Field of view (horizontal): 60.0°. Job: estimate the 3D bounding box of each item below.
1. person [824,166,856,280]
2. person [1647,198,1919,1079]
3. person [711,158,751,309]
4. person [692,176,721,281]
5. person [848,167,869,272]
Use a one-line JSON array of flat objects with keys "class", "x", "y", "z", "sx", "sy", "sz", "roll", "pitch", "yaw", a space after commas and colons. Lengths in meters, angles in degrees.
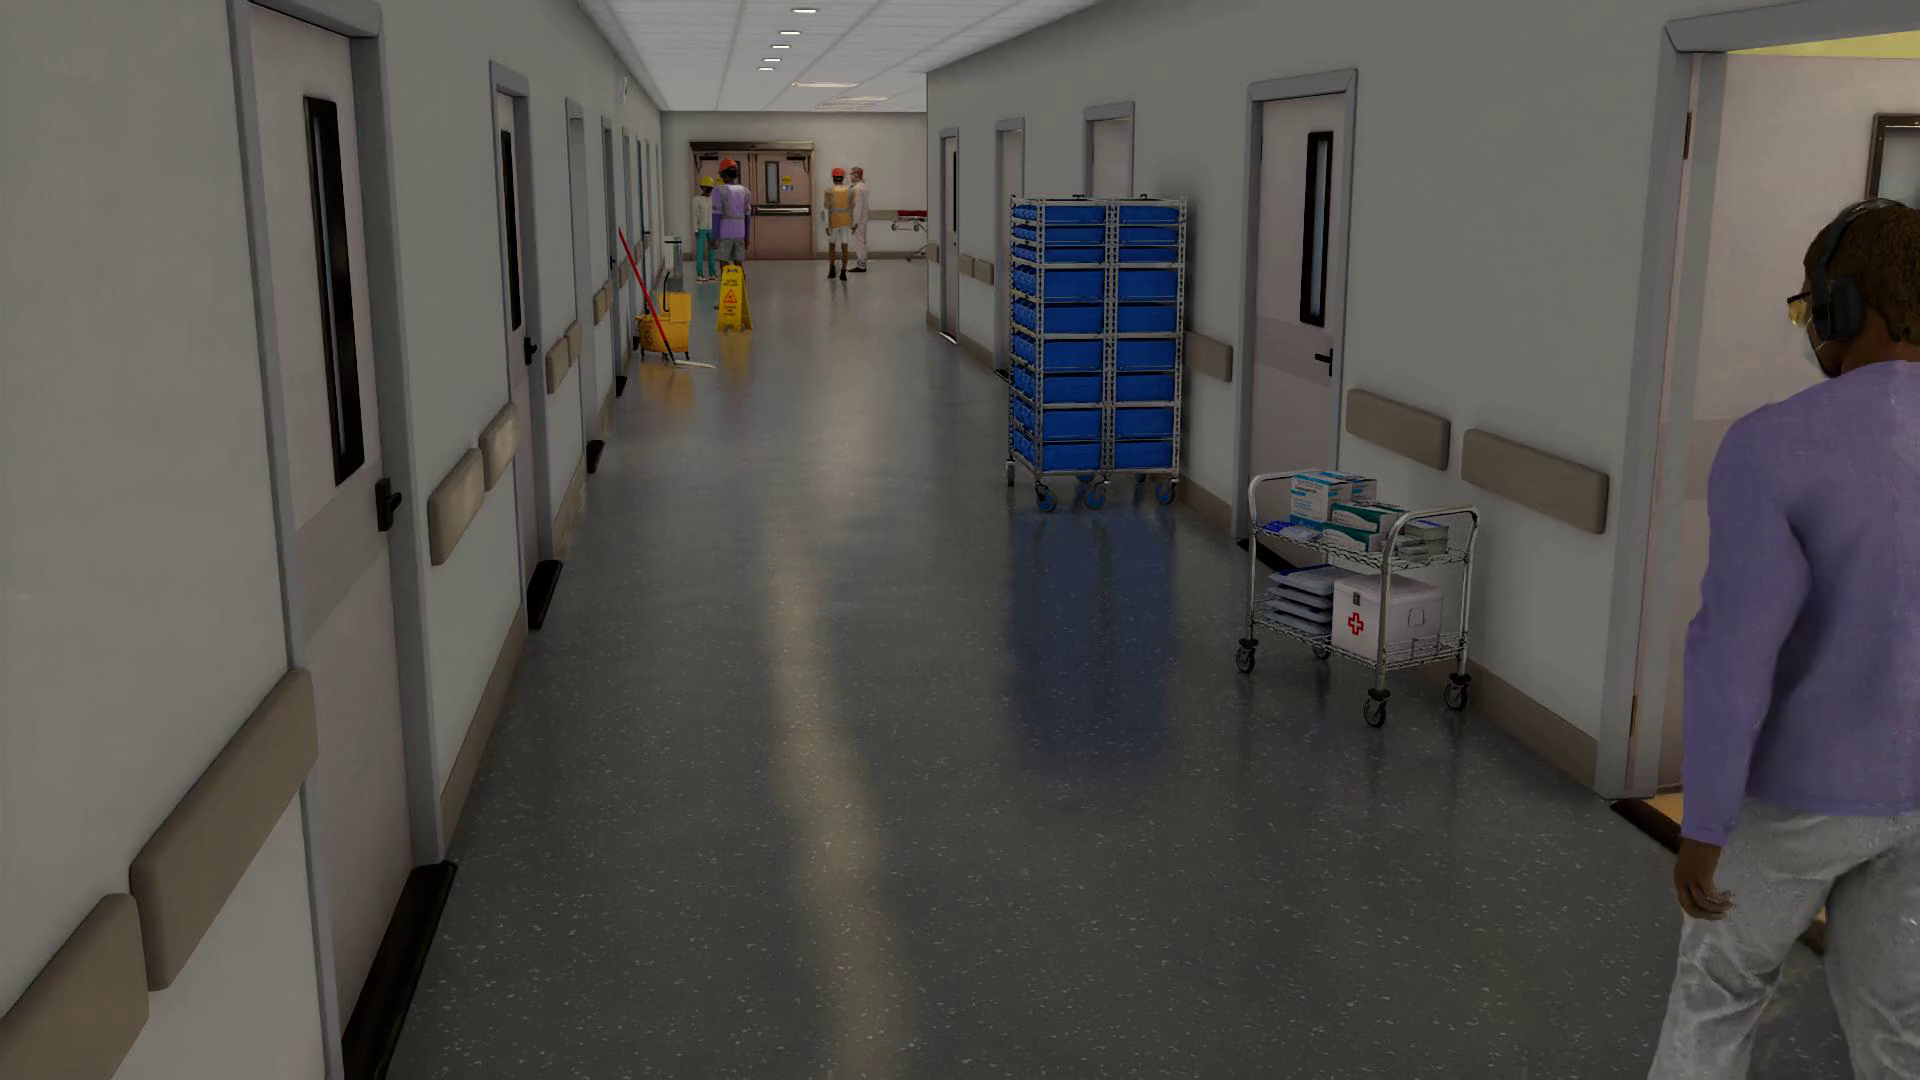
[{"class": "person", "x": -2.065, "y": -5.415, "z": 28.476, "sx": 0.560, "sy": 1.908, "sz": 0.747, "roll": -2, "pitch": 13, "yaw": -10}, {"class": "person", "x": 1.450, "y": 0.407, "z": 2.709, "sx": 0.647, "sy": 1.890, "sz": 0.889, "roll": -2, "pitch": 13, "yaw": -7}, {"class": "person", "x": -3.127, "y": -4.147, "z": 22.608, "sx": 0.613, "sy": 2.029, "sz": 0.407, "roll": -12, "pitch": 17, "yaw": -43}, {"class": "person", "x": -4.273, "y": -5.258, "z": 28.141, "sx": 0.518, "sy": 1.757, "sz": 0.337, "roll": -9, "pitch": 16, "yaw": -36}, {"class": "person", "x": -1.889, "y": -5.889, "z": 30.606, "sx": 0.409, "sy": 1.909, "sz": 0.639, "roll": 1, "pitch": 13, "yaw": 6}]
